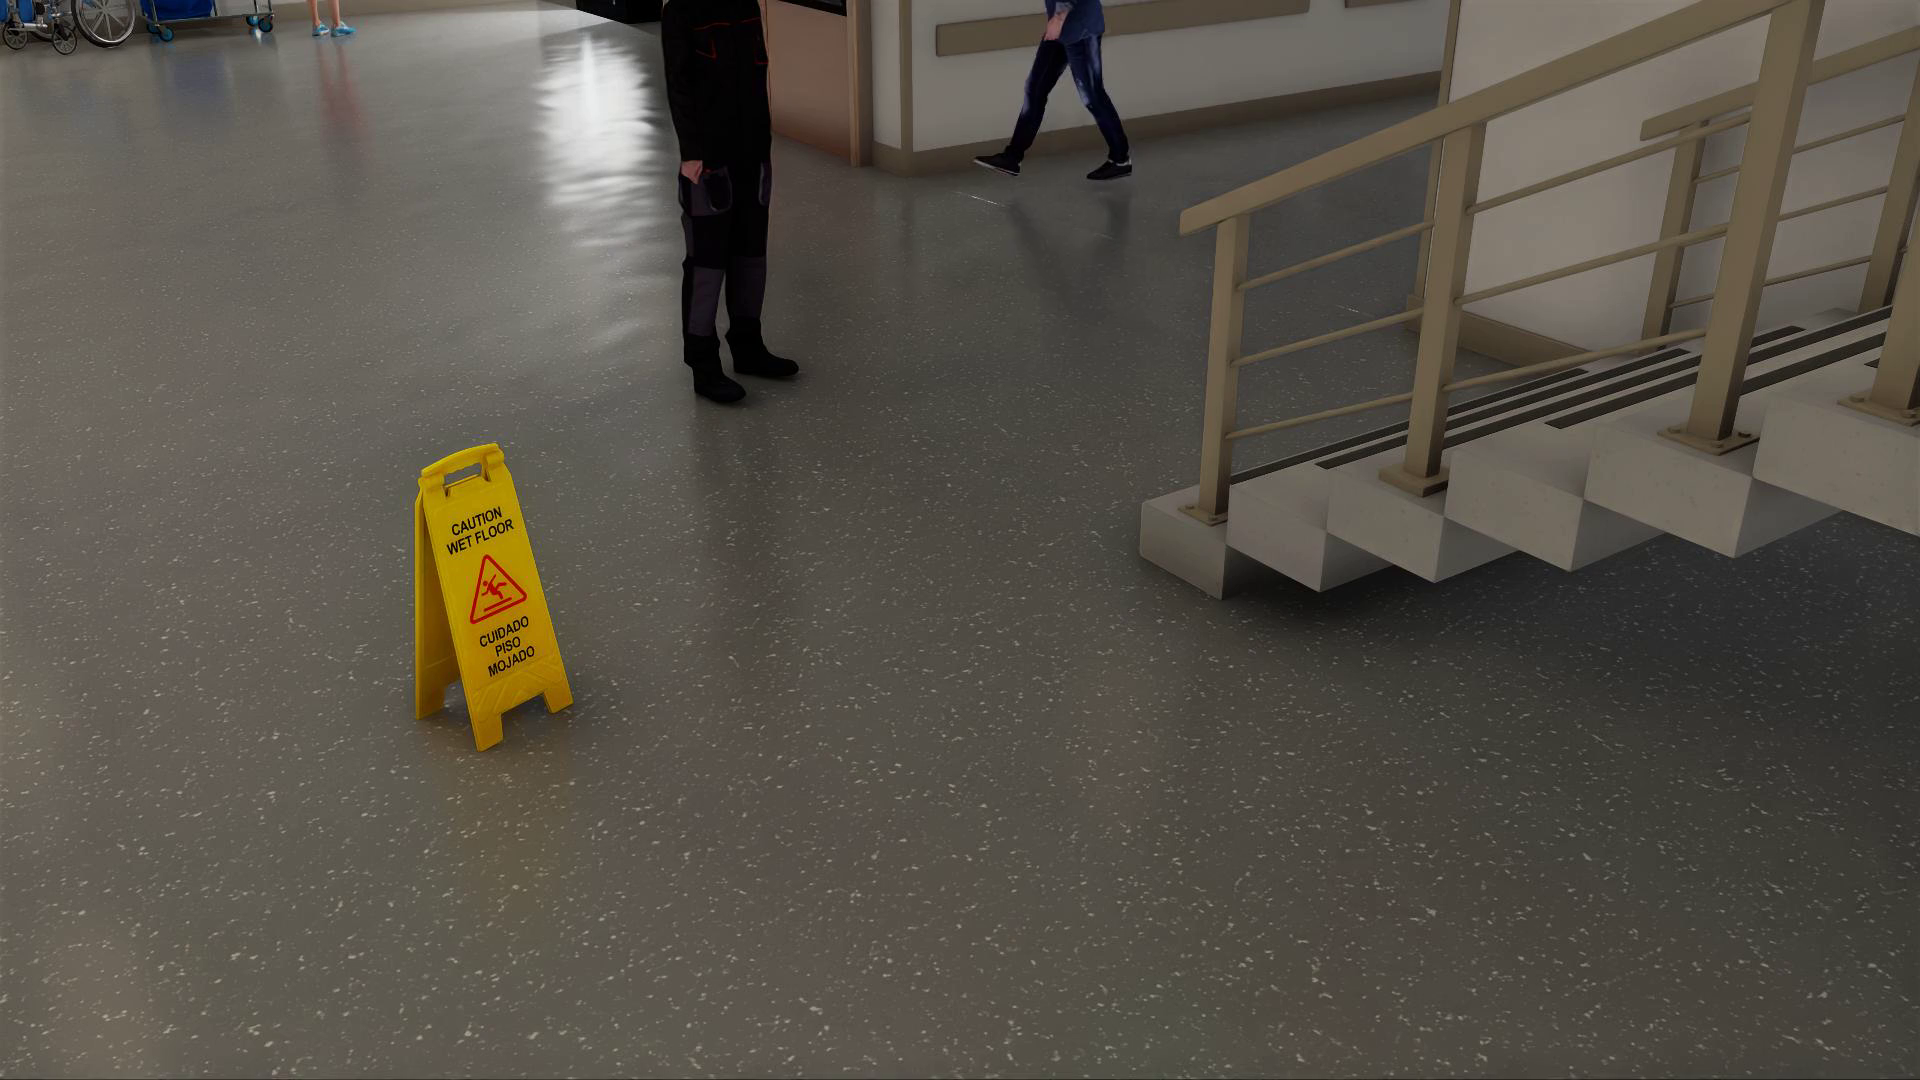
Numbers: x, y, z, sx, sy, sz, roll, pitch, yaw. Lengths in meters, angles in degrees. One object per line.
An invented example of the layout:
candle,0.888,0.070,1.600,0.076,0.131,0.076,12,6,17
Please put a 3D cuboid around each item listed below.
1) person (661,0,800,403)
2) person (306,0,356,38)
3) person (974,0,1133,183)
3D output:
person,-0.940,-1.532,6.652,0.723,1.916,0.763,16,30,30
person,-5.822,-5.459,14.969,0.699,1.765,0.761,5,26,10
person,0.737,-2.955,9.766,1.076,1.775,1.224,-5,26,-11
